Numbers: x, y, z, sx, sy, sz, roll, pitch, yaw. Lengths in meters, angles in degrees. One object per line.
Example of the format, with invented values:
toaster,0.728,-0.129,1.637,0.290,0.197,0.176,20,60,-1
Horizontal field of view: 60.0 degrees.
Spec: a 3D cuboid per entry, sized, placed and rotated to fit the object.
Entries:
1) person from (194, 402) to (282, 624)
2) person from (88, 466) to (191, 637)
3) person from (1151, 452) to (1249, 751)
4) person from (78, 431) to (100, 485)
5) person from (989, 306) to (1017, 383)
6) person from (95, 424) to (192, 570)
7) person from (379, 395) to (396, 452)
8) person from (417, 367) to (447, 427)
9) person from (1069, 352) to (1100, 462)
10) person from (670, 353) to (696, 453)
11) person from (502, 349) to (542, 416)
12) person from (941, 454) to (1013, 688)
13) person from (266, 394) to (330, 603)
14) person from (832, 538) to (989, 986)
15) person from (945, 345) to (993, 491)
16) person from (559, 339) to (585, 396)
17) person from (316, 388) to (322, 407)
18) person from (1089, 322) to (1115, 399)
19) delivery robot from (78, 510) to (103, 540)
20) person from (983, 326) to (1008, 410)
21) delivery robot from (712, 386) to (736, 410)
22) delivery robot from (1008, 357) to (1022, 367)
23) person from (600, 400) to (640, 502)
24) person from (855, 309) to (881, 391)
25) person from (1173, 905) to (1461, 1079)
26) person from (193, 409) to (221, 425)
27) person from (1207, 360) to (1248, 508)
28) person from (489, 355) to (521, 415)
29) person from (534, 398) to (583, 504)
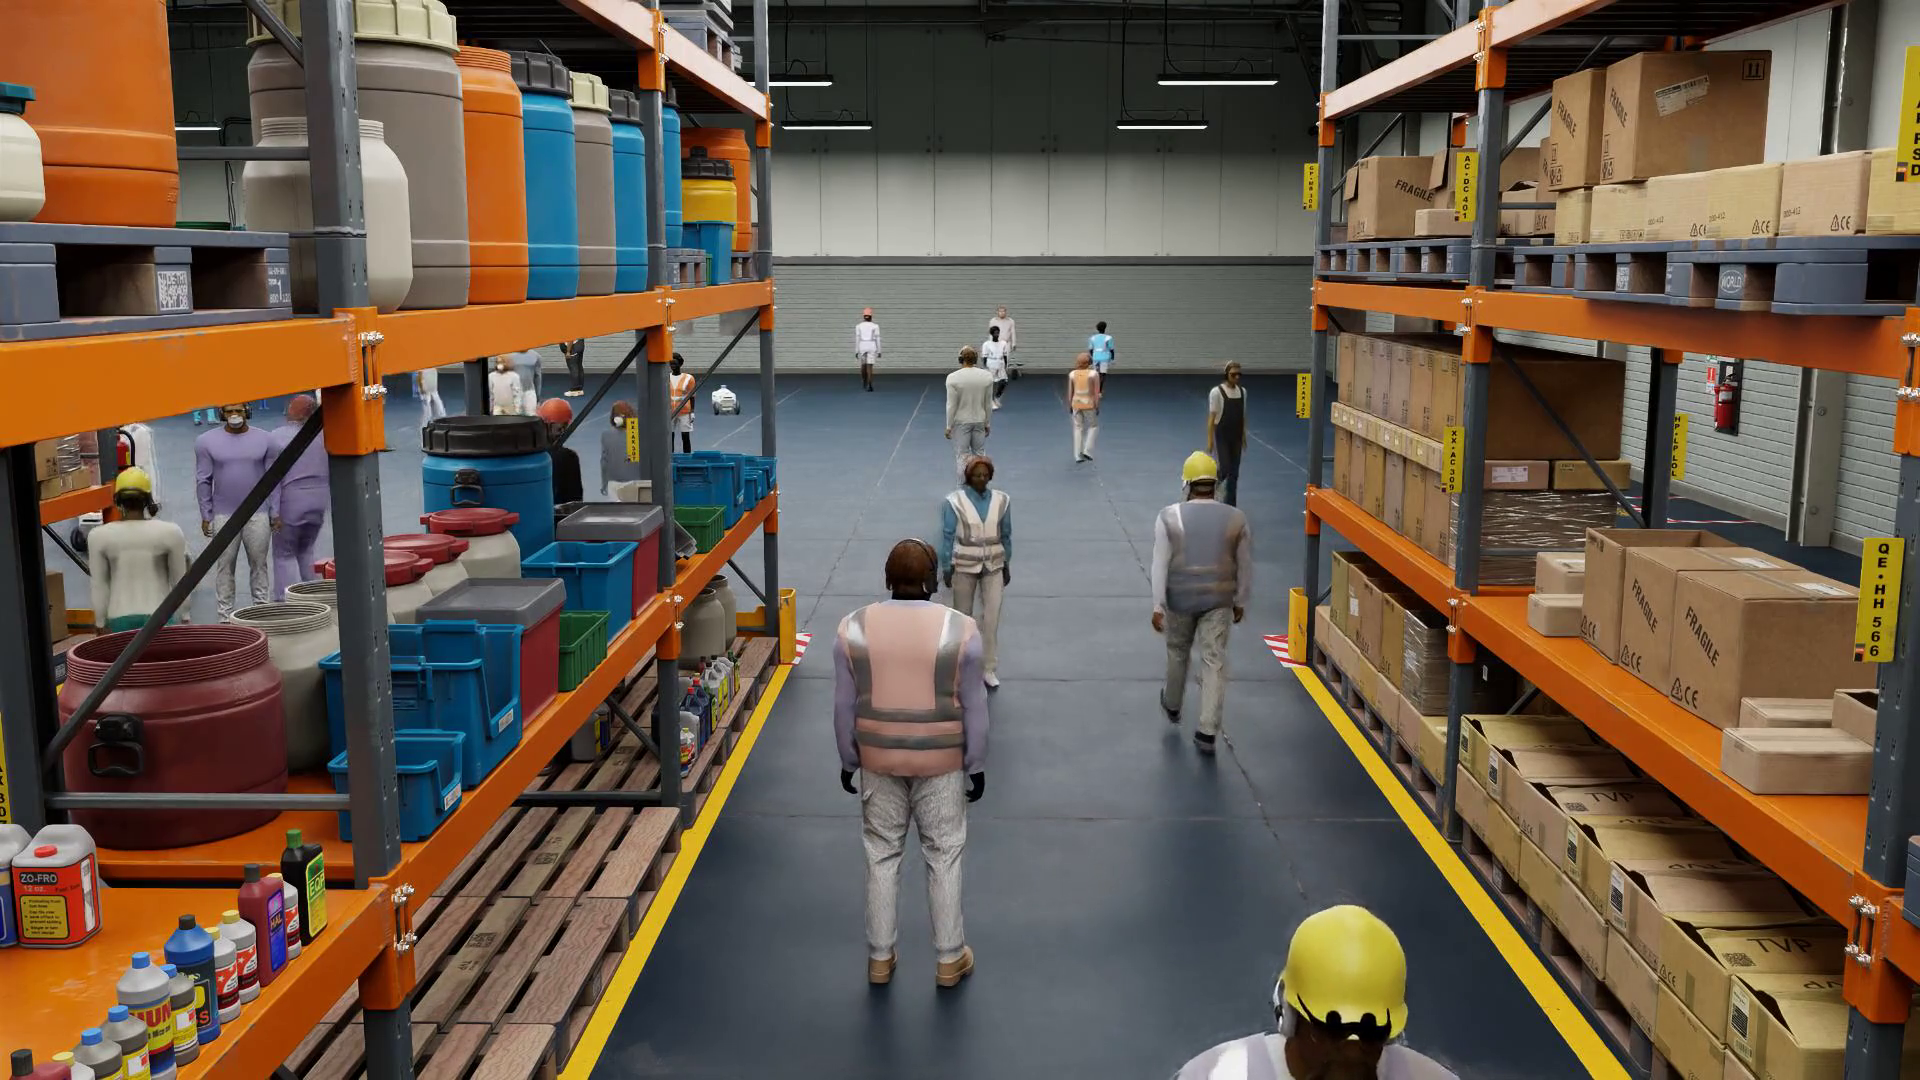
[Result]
person,-5.688,-0.202,13.162,0.627,1.940,0.371,-5,11,-27
person,-4.851,0.448,9.853,0.533,1.751,0.627,-4,10,-23
person,1.470,0.345,10.320,0.621,1.785,0.928,0,9,-2
person,-10.275,-1.227,19.496,0.678,1.859,0.950,-5,11,-28
person,1.059,-4.779,40.745,0.660,1.881,0.775,-1,10,-5
person,-7.229,-0.399,14.595,0.588,1.862,0.791,3,10,20
person,-9.286,-2.257,26.071,0.716,1.731,0.536,-2,10,-10
person,-8.315,-2.317,26.078,0.399,1.855,0.523,4,10,25
person,1.847,-1.959,24.592,0.537,1.621,0.420,6,11,30
person,-3.969,-1.778,23.322,0.541,1.696,0.316,0,9,2
person,-6.834,-2.307,25.934,0.643,1.897,1.018,-4,10,-21
person,0.108,0.188,11.768,0.526,1.615,0.658,-3,10,-16
person,-5.513,-0.274,13.829,0.429,1.872,0.665,8,12,39
person,-0.193,0.906,6.820,0.634,1.839,0.429,1,10,8
person,0.104,-1.410,20.399,0.628,1.940,0.373,-5,11,-26
person,-8.640,-4.213,37.007,0.537,2.000,0.682,2,10,10
person,-11.484,-3.007,30.213,0.598,1.856,0.739,1,10,9
person,3.102,-3.904,36.157,0.547,1.653,0.848,5,11,27
delivery robot,-8.806,-0.223,17.270,0.477,0.478,0.707,1,10,6
person,0.715,-3.457,33.398,0.557,1.683,0.371,-4,10,-21
delivery robot,-4.632,-2.788,32.636,0.477,0.478,0.707,-4,10,-20
delivery robot,1.334,-4.558,42.462,0.335,0.223,0.698,6,12,34
person,-3.269,-0.572,16.341,0.504,1.619,0.523,3,10,16
person,-2.128,-4.406,38.547,0.584,1.886,0.938,1,10,4
person,0.659,1.542,3.074,0.624,1.813,0.472,0,9,-2
person,-13.839,-3.014,30.281,0.564,1.846,0.391,0,9,2
person,3.098,-1.177,19.323,0.528,1.832,0.486,-6,11,-30
person,-6.711,-1.912,24.402,0.526,1.589,0.817,1,10,4
person,-3.089,-0.118,12.683,0.624,1.925,1.042,5,11,28
